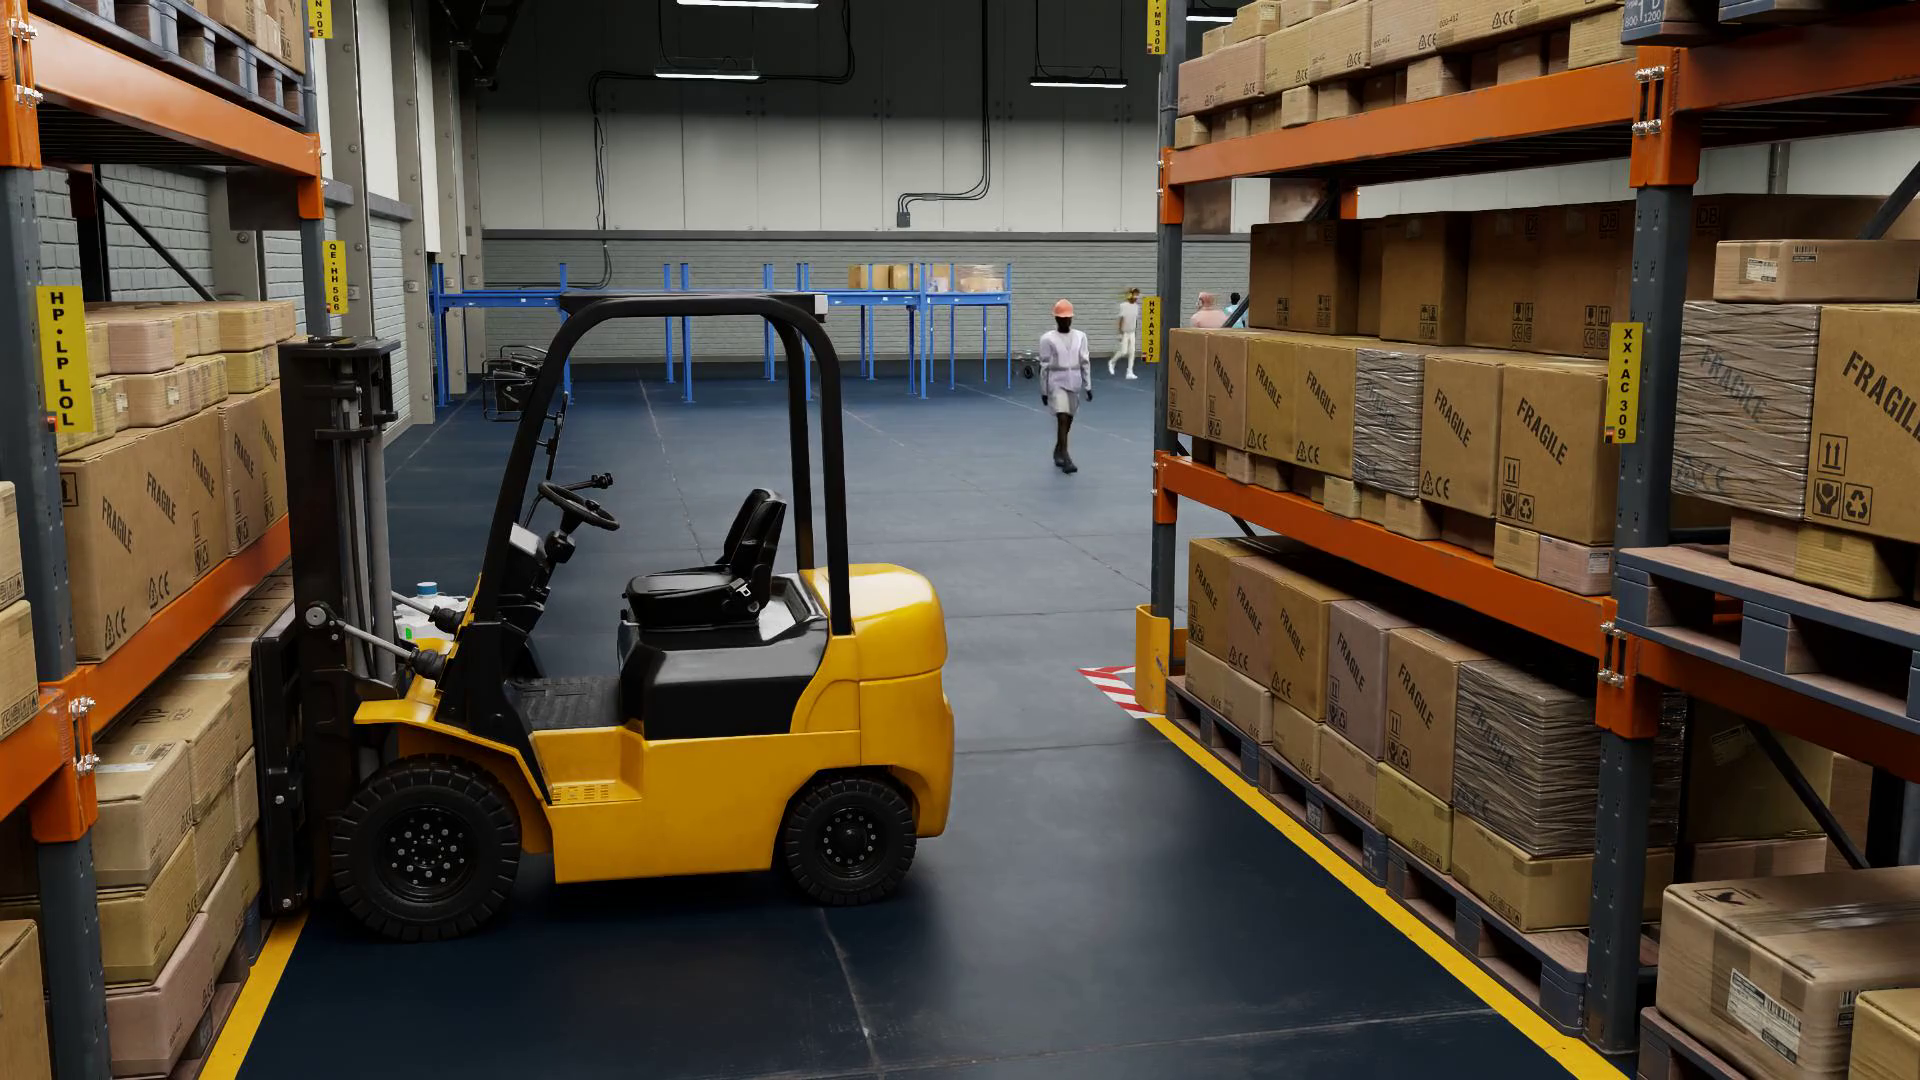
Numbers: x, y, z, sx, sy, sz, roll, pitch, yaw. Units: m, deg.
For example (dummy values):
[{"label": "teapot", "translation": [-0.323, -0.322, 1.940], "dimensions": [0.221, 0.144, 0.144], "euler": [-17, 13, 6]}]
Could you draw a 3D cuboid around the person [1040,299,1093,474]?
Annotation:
[{"label": "person", "translation": [1.152, -1.734, 18.556], "dimensions": [0.543, 1.903, 0.963], "euler": [-3, 10, -18]}]

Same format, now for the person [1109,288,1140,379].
[{"label": "person", "translation": [3.356, -4.206, 33.802], "dimensions": [0.582, 1.837, 0.674], "euler": [-7, 12, -37]}]

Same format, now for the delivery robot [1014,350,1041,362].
[{"label": "delivery robot", "translation": [1.414, -3.784, 34.185], "dimensions": [0.335, 0.223, 0.698], "euler": [-8, 12, -41]}]

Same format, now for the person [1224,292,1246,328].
[{"label": "person", "translation": [6.002, -4.556, 36.365], "dimensions": [0.532, 1.696, 0.319], "euler": [-3, 10, -20]}]

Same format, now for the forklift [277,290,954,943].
[{"label": "forklift", "translation": [-1.179, 0.175, 6.143], "dimensions": [2.313, 2.155, 1.214], "euler": [-2, 10, -12]}]

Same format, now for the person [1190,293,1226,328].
[{"label": "person", "translation": [3.594, -2.717, 24.655], "dimensions": [0.667, 1.868, 0.935], "euler": [-5, 10, -26]}]

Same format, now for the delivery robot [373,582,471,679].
[{"label": "delivery robot", "translation": [-2.881, 0.473, 9.029], "dimensions": [0.477, 0.478, 0.707], "euler": [4, 10, 22]}]
